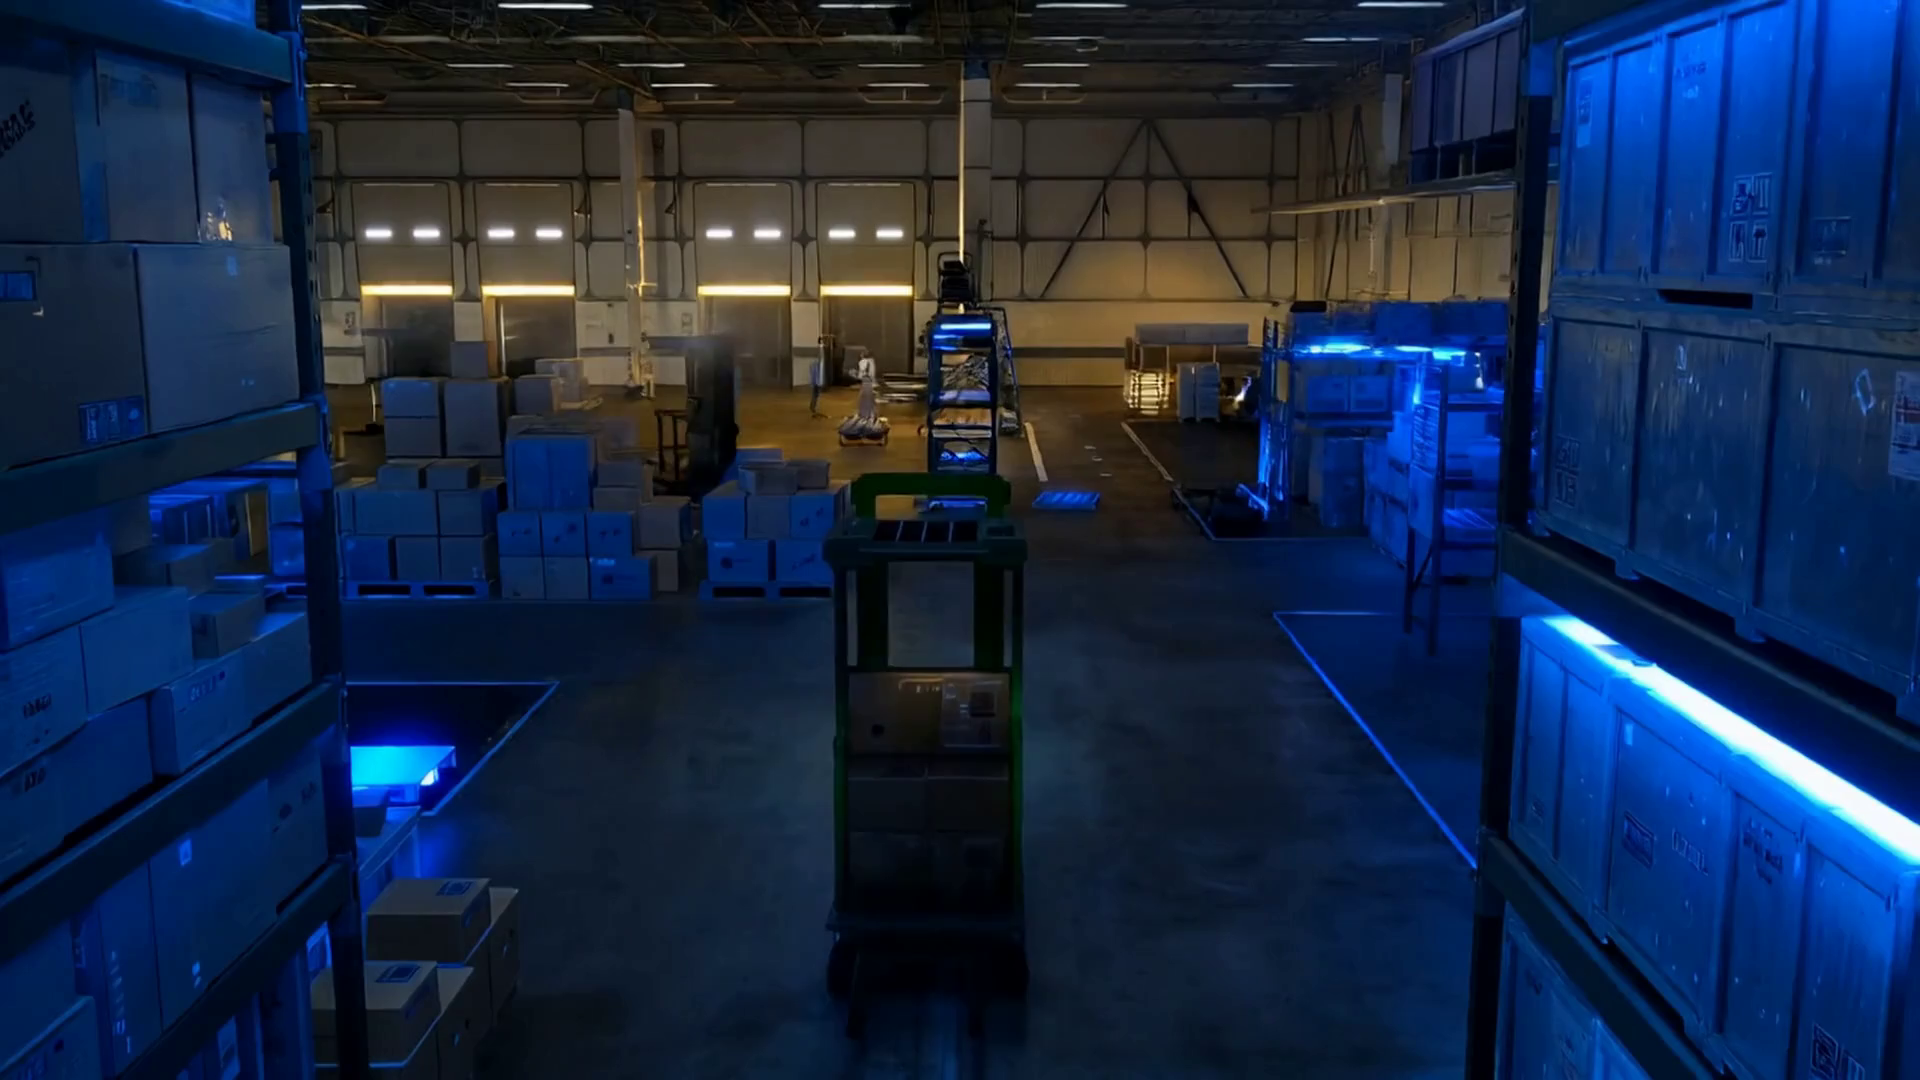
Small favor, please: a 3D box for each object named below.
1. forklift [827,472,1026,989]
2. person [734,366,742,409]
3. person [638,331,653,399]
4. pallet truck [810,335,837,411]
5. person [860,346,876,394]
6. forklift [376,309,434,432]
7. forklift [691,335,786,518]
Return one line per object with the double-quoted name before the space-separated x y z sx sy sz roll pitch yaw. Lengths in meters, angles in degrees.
"forklift" -0.170 0.991 9.983 1.129 2.768 1.873 0 10 1
"person" -5.108 -3.135 36.594 0.643 1.906 0.821 -2 10 -11
"person" -8.896 -4.945 46.983 0.543 1.929 0.387 8 12 38
"pallet truck" -3.021 -4.312 43.126 1.885 1.965 0.823 3 10 17
"person" -2.172 -3.798 40.547 0.581 1.869 0.586 -6 11 -30
"forklift" -12.349 -3.849 37.908 1.873 2.768 1.129 -8 13 -40
"forklift" -3.780 -1.824 26.224 1.873 2.768 1.129 -4 11 -24
